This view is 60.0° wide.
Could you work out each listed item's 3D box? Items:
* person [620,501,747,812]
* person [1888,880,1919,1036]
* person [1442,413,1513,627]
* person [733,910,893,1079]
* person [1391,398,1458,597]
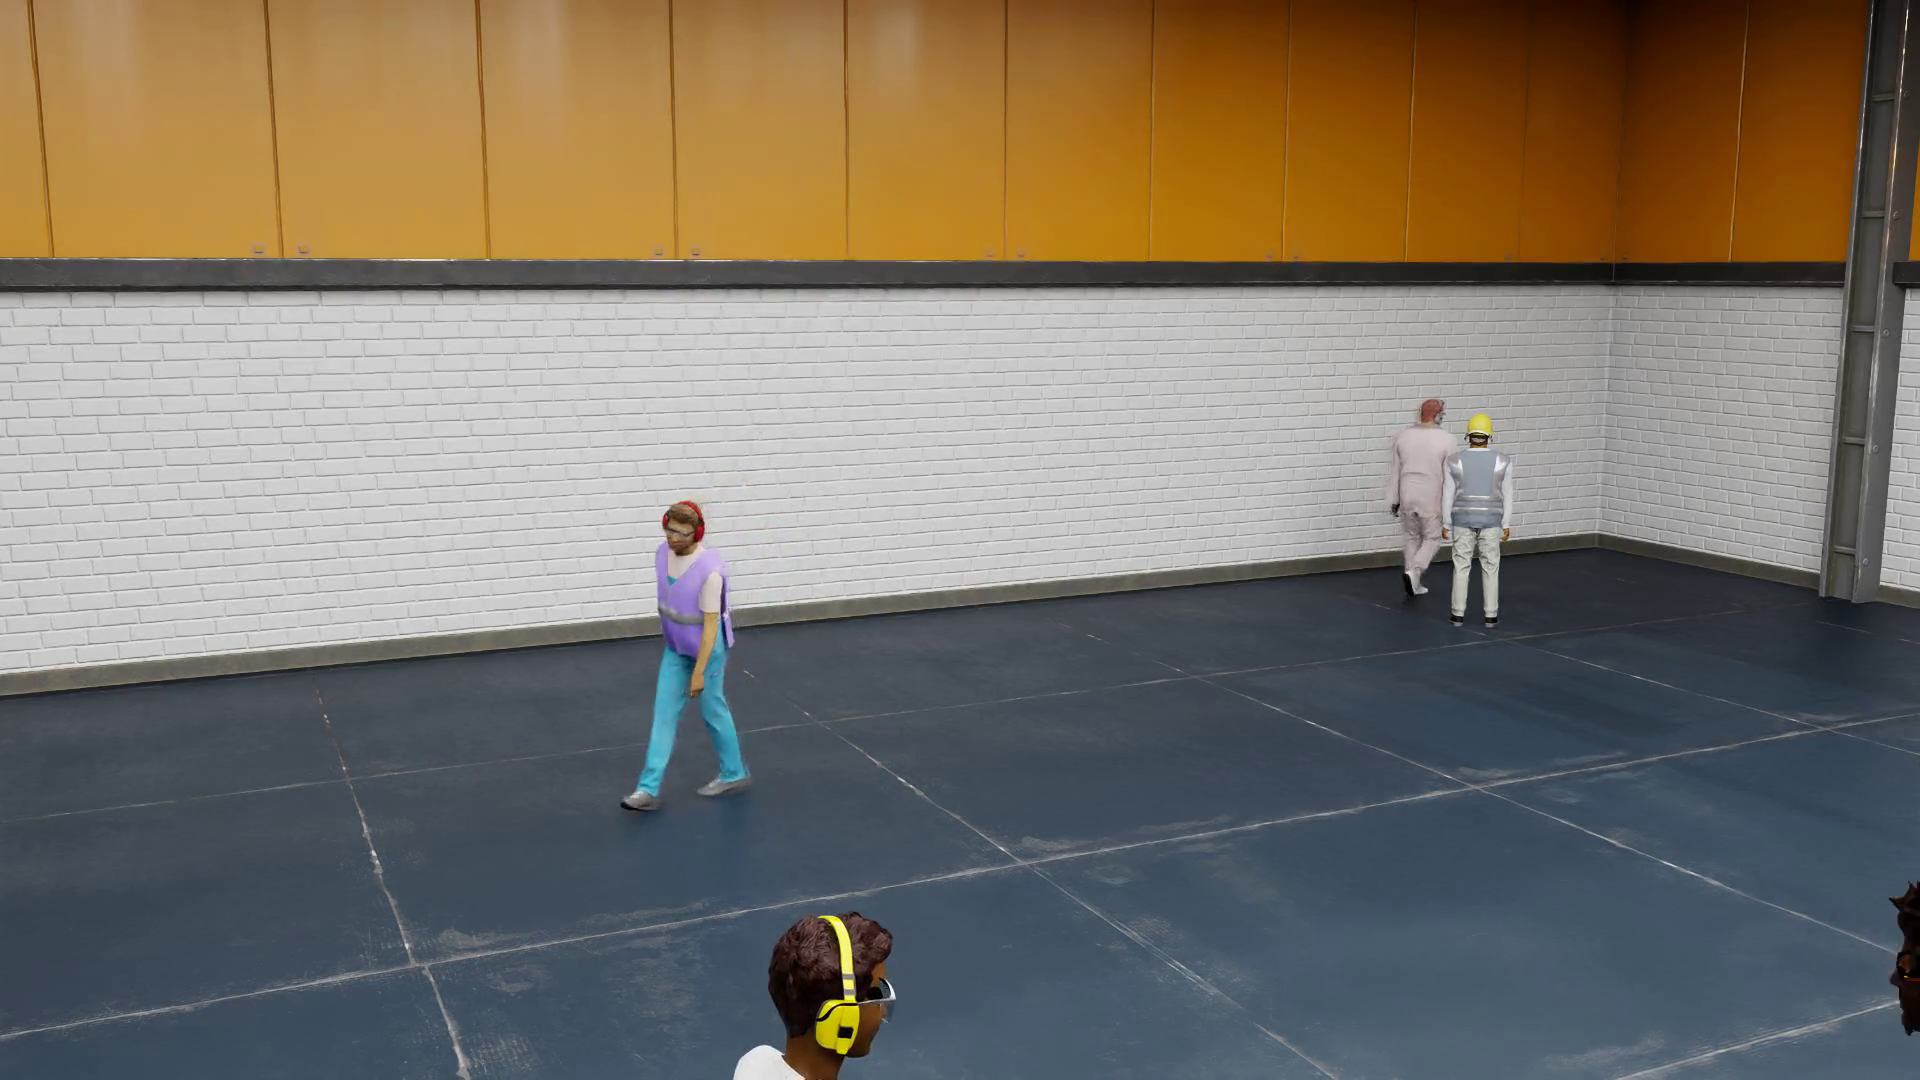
[{"bbox_3d":[-1.562,0.652,9.325,0.651,1.777,0.936,8,12,40],"label":"person"},{"bbox_3d":[1.907,1.568,3.108,0.637,1.953,0.618,7,12,39],"label":"person"},{"bbox_3d":[4.417,-0.165,14.229,0.586,1.835,0.403,2,9,14],"label":"person"},{"bbox_3d":[-0.292,1.611,3.180,0.369,1.853,0.498,-4,10,-23],"label":"person"},{"bbox_3d":[4.254,-0.369,15.345,0.681,1.881,0.641,8,12,42],"label":"person"}]
